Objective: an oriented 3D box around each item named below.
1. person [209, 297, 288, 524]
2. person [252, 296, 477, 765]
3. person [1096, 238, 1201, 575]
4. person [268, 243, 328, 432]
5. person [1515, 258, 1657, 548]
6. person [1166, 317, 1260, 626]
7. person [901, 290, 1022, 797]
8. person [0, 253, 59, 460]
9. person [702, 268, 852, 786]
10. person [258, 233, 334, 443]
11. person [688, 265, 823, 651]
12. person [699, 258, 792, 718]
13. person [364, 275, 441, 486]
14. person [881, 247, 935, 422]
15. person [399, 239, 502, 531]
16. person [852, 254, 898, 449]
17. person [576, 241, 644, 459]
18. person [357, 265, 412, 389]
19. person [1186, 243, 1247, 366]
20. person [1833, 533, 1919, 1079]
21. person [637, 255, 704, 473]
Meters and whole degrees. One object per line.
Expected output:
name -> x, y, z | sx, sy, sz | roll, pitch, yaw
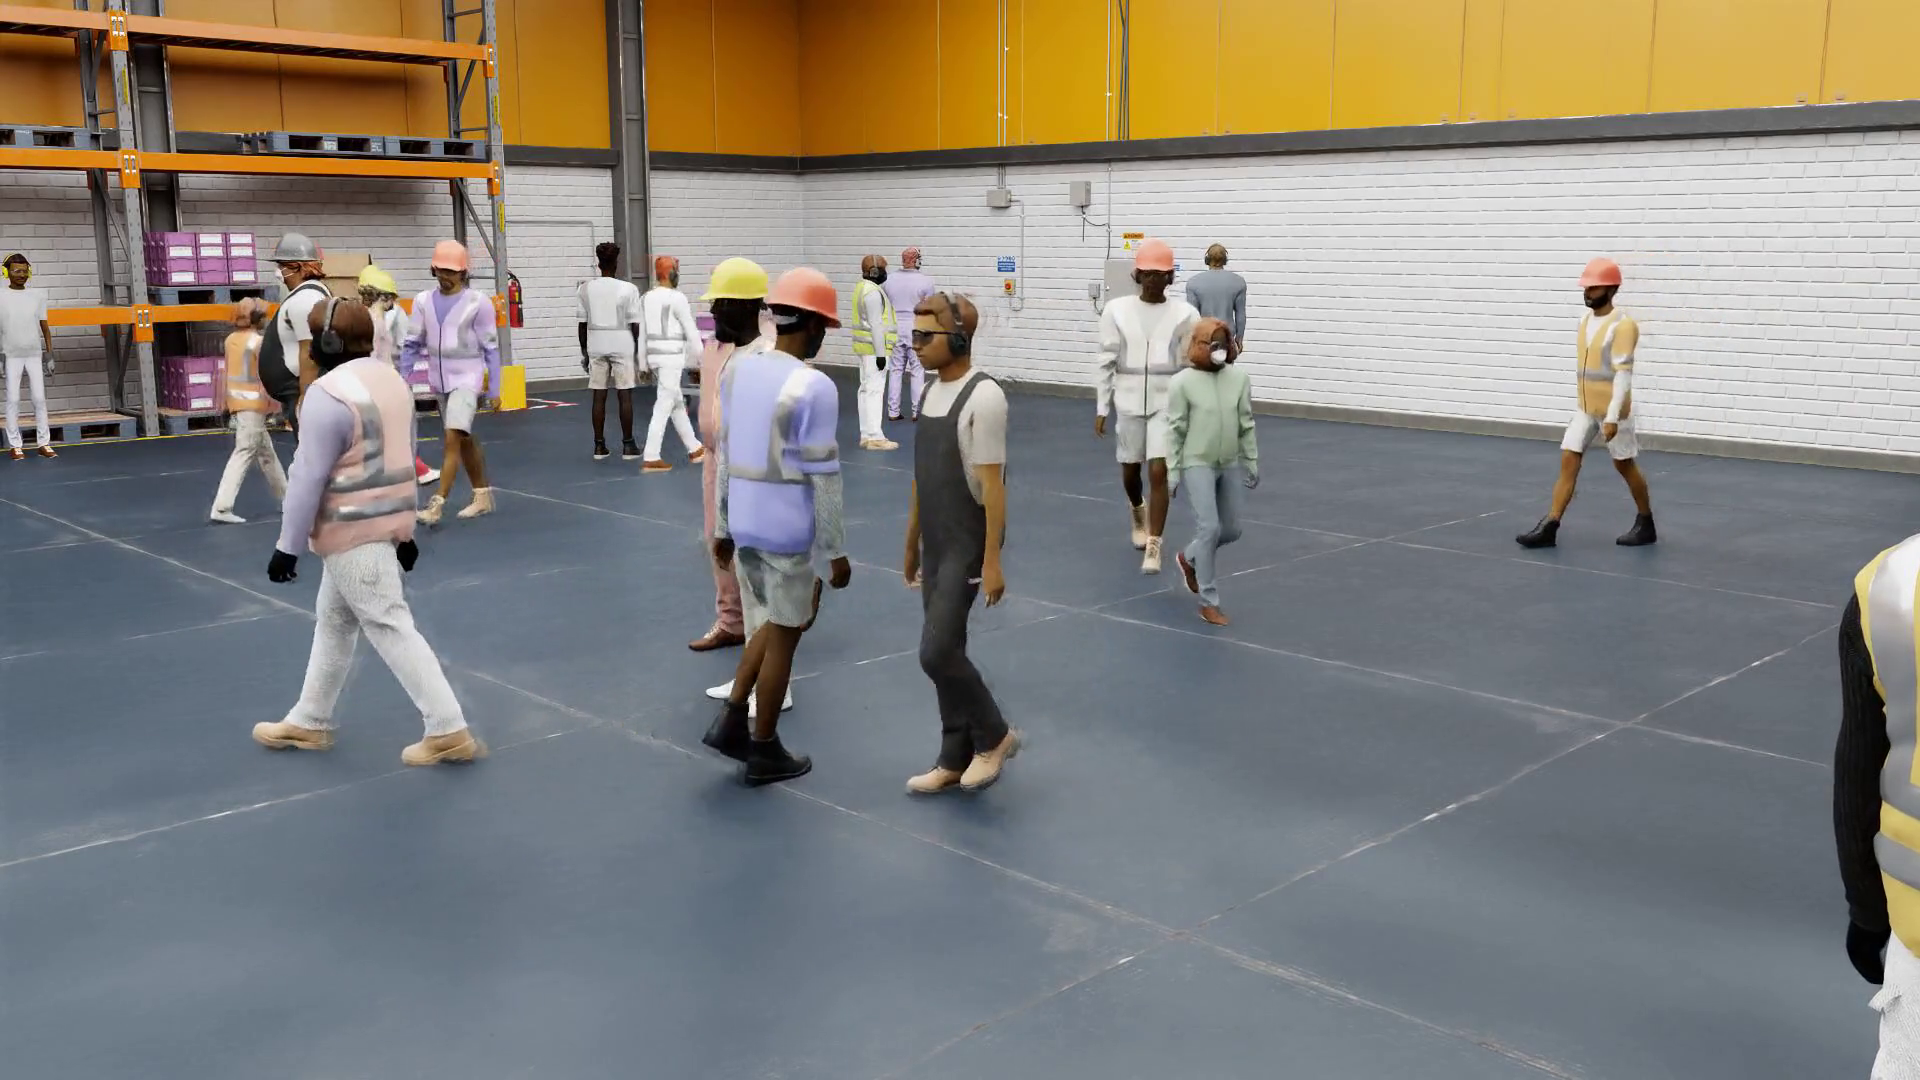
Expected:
person -> -5.023, -0.926, 11.818 | 0.537, 1.589, 0.871 | 8, 13, 38
person -> -2.305, -0.022, 6.352 | 0.956, 1.801, 0.633 | 1, 10, 3
person -> 1.171, -0.845, 10.251 | 0.613, 2.015, 0.907 | 2, 11, 12
person -> -6.726, -2.086, 17.158 | 0.625, 1.954, 0.986 | 8, 13, 36
person -> 4.152, -0.867, 10.727 | 1.007, 1.884, 0.564 | -3, 11, -17
person -> 1.319, -0.384, 8.812 | 0.541, 1.604, 0.574 | -5, 12, -26
person -> -0.043, 0.038, 5.908 | 0.406, 1.829, 0.544 | -6, 12, -29
person -> -8.484, -1.653, 15.066 | 0.508, 1.860, 0.334 | -10, 14, -42
person -> -0.629, -0.032, 6.090 | 0.452, 1.903, 0.581 | -10, 14, -44
person -> -4.406, -1.028, 11.148 | 0.536, 2.000, 0.681 | -2, 11, -13
person -> -1.029, -0.398, 8.124 | 0.594, 1.885, 0.657 | -9, 14, -40
person -> -0.894, -0.214, 7.017 | 0.369, 1.928, 0.586 | -4, 11, -19
person -> -4.635, -1.260, 13.330 | 0.929, 1.704, 0.531 | -5, 11, -24
person -> -0.537, -2.233, 18.122 | 0.647, 1.901, 0.402 | 5, 11, 25
person -> -3.566, -1.065, 11.488 | 0.648, 1.976, 1.060 | 4, 11, 23
person -> -0.805, -1.784, 15.815 | 0.429, 1.844, 0.627 | -3, 11, -15
person -> -3.149, -1.705, 15.043 | 0.612, 1.965, 0.361 | 2, 11, 8
person -> -4.944, -1.438, 14.150 | 0.576, 1.787, 0.944 | 2, 11, 13
person -> 2.617, -2.064, 17.077 | 0.631, 1.940, 0.370 | 0, 10, 0
person -> 1.688, 0.640, 2.592 | 0.429, 1.846, 0.632 | -7, 12, -32
person -> -2.428, -1.524, 14.384 | 0.927, 1.838, 0.589 | -10, 14, -43
